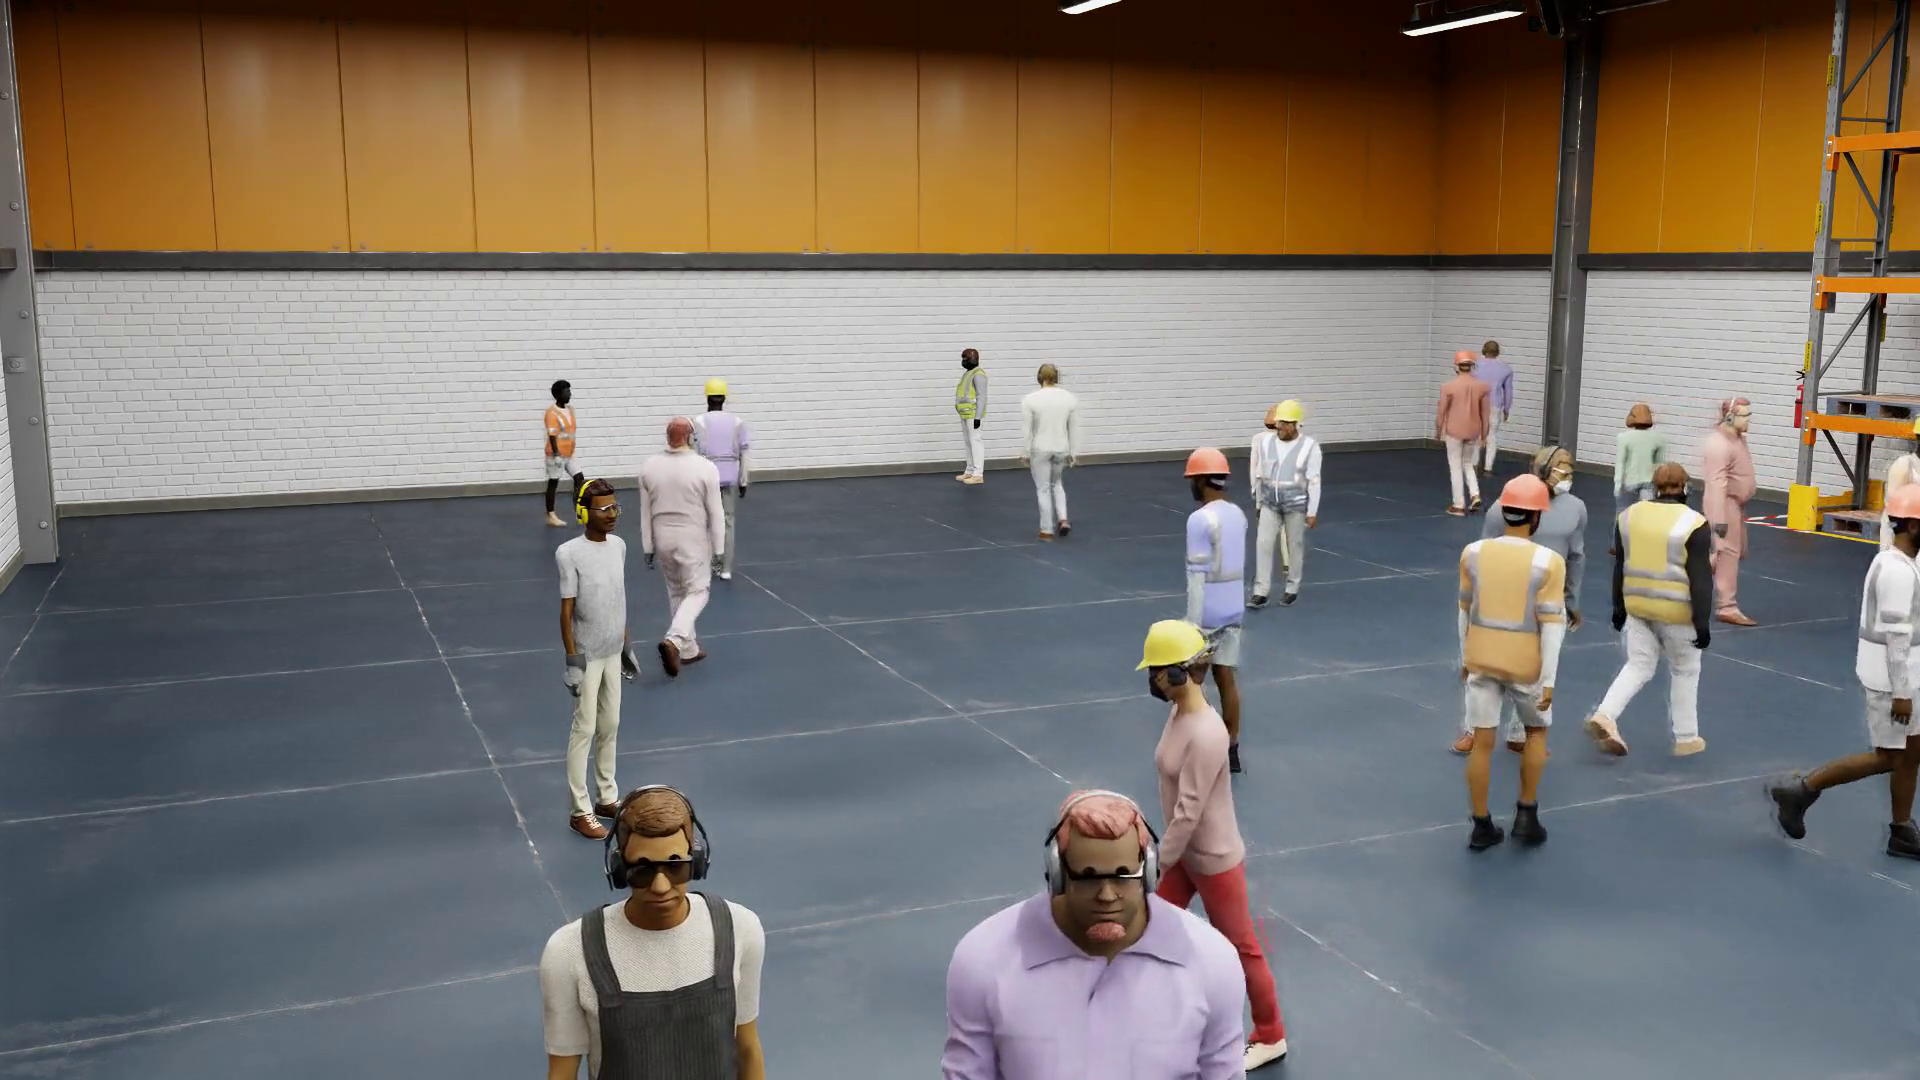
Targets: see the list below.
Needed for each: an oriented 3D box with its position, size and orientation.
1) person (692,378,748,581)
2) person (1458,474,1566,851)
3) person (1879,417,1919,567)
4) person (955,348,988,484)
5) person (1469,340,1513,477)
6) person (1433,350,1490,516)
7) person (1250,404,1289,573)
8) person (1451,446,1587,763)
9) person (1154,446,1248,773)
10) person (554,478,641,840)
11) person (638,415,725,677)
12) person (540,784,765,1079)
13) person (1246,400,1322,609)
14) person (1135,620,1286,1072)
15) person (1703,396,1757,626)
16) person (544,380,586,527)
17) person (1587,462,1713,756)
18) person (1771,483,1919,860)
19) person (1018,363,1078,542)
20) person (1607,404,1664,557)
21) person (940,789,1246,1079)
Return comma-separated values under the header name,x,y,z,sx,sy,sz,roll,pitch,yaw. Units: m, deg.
name,x,y,z,sx,sy,sz,roll,pitch,yaw
person,-2.334,-0.588,15.803,0.624,1.900,0.773,-4,10,-23
person,2.794,0.621,8.452,0.556,1.915,0.579,6,11,34
person,7.128,0.012,12.206,0.604,1.887,0.919,-6,11,-33
person,0.148,-1.692,22.698,0.429,1.840,0.636,-3,10,-17
person,7.445,-1.869,23.538,0.661,1.913,0.795,1,9,5
person,5.942,-1.269,19.749,0.612,1.972,0.444,-2,10,-13
person,3.050,-0.492,16.056,0.501,1.632,0.286,3,10,20
person,3.368,0.379,9.958,0.715,1.912,0.483,-2,10,-11
person,1.431,0.410,9.753,0.624,1.908,0.562,9,13,43
person,-1.873,0.605,8.692,0.328,1.873,0.519,5,11,27
person,-2.038,0.037,12.097,0.656,1.886,0.801,3,10,20
person,-0.671,1.432,3.753,0.511,1.844,0.328,-4,10,-24
person,2.754,-0.287,14.270,0.626,1.805,0.771,6,11,32
person,0.793,1.133,5.989,0.943,1.695,0.513,-2,10,-11
person,6.358,-0.253,13.817,0.619,1.893,0.698,6,11,34
person,-4.407,-0.963,18.767,0.719,1.667,0.555,4,10,20
person,4.155,0.433,9.976,0.831,1.799,0.669,-6,11,-30
person,4.557,0.655,8.262,0.762,1.916,0.557,6,11,32
person,0.935,-0.939,17.877,0.627,1.925,0.428,-4,10,-23
person,6.793,-0.564,16.617,0.516,1.595,0.846,0,9,-1
person,0.276,1.445,3.528,0.672,1.896,0.462,1,9,6
